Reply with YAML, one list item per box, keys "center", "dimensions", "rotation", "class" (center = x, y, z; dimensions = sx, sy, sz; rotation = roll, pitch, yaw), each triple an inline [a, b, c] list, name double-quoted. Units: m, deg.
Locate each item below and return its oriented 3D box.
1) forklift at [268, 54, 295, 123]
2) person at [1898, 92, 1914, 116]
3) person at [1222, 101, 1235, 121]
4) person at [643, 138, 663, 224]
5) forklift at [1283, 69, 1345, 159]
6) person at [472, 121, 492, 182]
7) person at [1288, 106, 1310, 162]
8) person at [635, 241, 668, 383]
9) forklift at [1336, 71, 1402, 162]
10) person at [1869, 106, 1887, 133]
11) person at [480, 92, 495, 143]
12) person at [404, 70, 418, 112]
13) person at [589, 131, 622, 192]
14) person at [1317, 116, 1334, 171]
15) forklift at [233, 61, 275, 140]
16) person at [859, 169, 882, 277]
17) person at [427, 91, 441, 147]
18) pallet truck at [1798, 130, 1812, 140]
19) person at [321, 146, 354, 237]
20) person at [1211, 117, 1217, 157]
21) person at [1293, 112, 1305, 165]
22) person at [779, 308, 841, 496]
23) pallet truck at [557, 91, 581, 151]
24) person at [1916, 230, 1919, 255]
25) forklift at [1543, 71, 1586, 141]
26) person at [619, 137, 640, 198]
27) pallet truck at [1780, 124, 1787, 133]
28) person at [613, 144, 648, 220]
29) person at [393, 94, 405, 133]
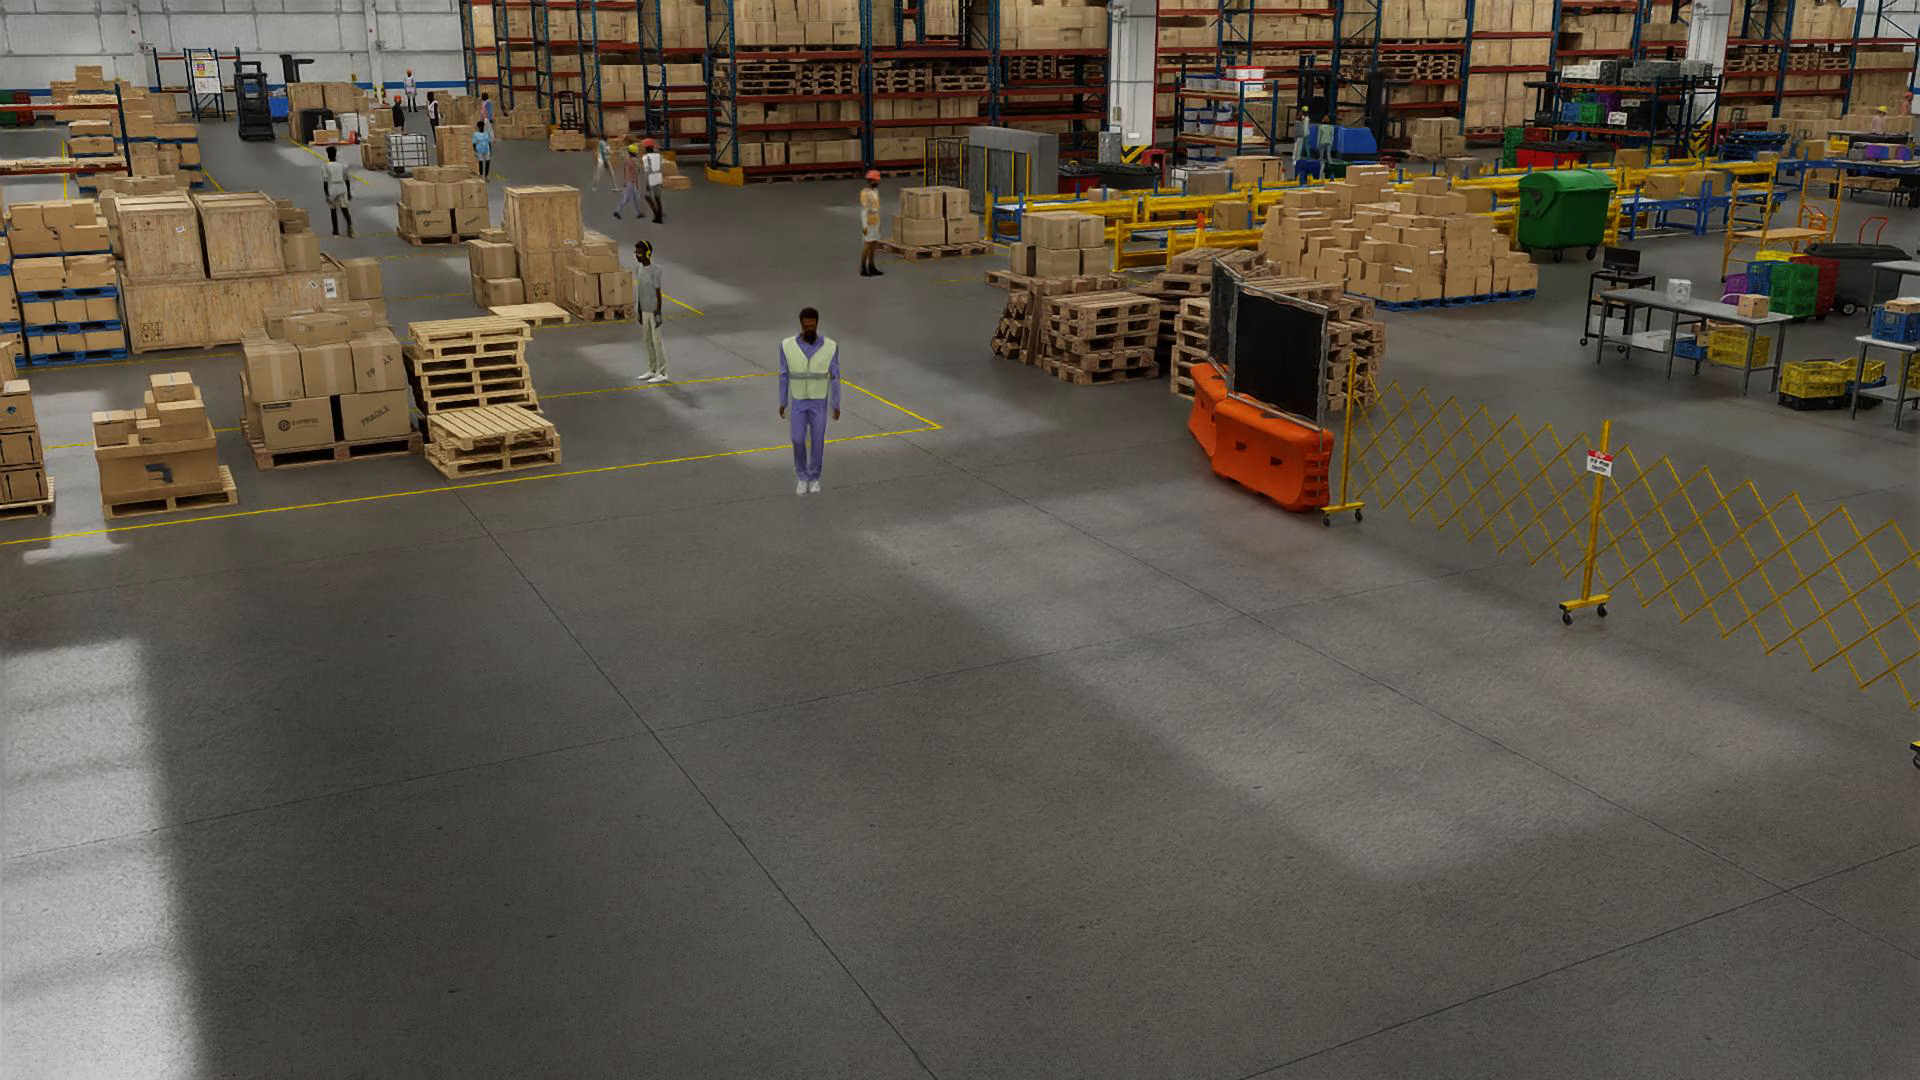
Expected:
- center: [-28.414, -19.135, 70.490]
  dimensions: [1.873, 2.768, 1.129]
  rotation: [-9, 20, -26]
  class: "forklift"
- center: [32.343, -14.333, 57.015]
  dimensions: [0.515, 1.956, 0.644]
  rotation: [4, 18, 12]
  class: "person"
- center: [10.335, -16.563, 64.427]
  dimensions: [0.831, 1.655, 0.553]
  rotation: [-17, 24, -42]
  class: "person"
- center: [-6.979, -8.157, 37.811]
  dimensions: [0.549, 1.917, 0.430]
  rotation: [-17, 24, -42]
  class: "person"
- center: [11.615, -13.871, 54.079]
  dimensions: [1.129, 2.768, 1.873]
  rotation: [-9, 20, -27]
  class: "forklift"
- center: [-13.480, -10.974, 46.972]
  dimensions: [0.547, 1.689, 0.452]
  rotation: [-13, 22, -36]
  class: "person"
- center: [10.835, -12.892, 52.866]
  dimensions: [0.788, 1.737, 0.537]
  rotation: [7, 19, 20]
  class: "person"
- center: [-4.075, -2.993, 21.825]
  dimensions: [0.500, 1.859, 0.328]
  rotation: [16, 24, 41]
  class: "person"
- center: [13.029, -13.402, 52.617]
  dimensions: [1.873, 2.768, 1.129]
  rotation: [0, 18, 1]
  class: "forklift"
- center: [29.328, -12.949, 53.062]
  dimensions: [0.547, 1.724, 0.862]
  rotation: [-7, 19, -20]
  class: "person"
- center: [-17.166, -15.199, 59.945]
  dimensions: [0.761, 1.819, 0.630]
  rotation: [-8, 19, -23]
  class: "person"
- center: [-25.736, -21.033, 77.926]
  dimensions: [0.547, 1.938, 0.359]
  rotation: [-1, 18, -2]
  class: "person"
- center: [-9.524, -10.083, 44.324]
  dimensions: [0.835, 1.605, 0.505]
  rotation: [4, 18, 12]
  class: "person"
- center: [10.985, -11.929, 50.033]
  dimensions: [0.507, 1.631, 0.266]
  rotation: [-3, 18, -10]
  class: "person"
- center: [-26.340, -16.357, 61.827]
  dimensions: [1.129, 2.768, 1.873]
  rotation: [-9, 20, -27]
  class: "forklift"
- center: [-1.613, -5.800, 30.440]
  dimensions: [0.378, 1.932, 0.552]
  rotation: [8, 20, 25]
  class: "person"
- center: [-18.530, -14.834, 58.646]
  dimensions: [0.393, 1.912, 0.589]
  rotation: [-14, 22, -36]
  class: "person"
- center: [25.526, -11.556, 49.408]
  dimensions: [1.630, 1.274, 0.653]
  rotation: [-9, 20, -26]
  class: "pallet truck"
- center: [-13.316, -7.456, 35.609]
  dimensions: [0.611, 1.942, 0.890]
  rotation: [-13, 22, -34]
  class: "person"
- center: [6.704, -10.503, 45.119]
  dimensions: [0.649, 1.919, 0.570]
  rotation: [-8, 19, -23]
  class: "person"
- center: [10.616, -12.560, 51.999]
  dimensions: [0.281, 1.634, 0.498]
  rotation: [16, 24, 41]
  class: "person"
- center: [-1.500, -1.374, 16.693]
  dimensions: [0.631, 1.897, 0.617]
  rotation: [-2, 18, -6]
  class: "person"
- center: [-13.495, -14.412, 57.188]
  dimensions: [0.823, 1.965, 1.885]
  rotation: [-3, 18, -9]
  class: "pallet truck"
- center: [19.359, -6.566, 32.990]
  dimensions: [0.588, 1.835, 0.403]
  rotation: [0, 18, -1]
  class: "person"
- center: [18.685, -13.231, 52.085]
  dimensions: [1.873, 2.768, 1.129]
  rotation: [-9, 20, -26]
  class: "forklift"
- center: [-8.392, -9.459, 42.381]
  dimensions: [0.517, 1.612, 0.750]
  rotation: [1, 18, 3]
  class: "person"
- center: [25.206, -12.542, 52.601]
  dimensions: [1.601, 1.201, 0.680]
  rotation: [0, 18, -2]
  class: "pallet truck"
- center: [-7.713, -8.324, 38.660]
  dimensions: [0.876, 1.714, 0.540]
  rotation: [-12, 21, -32]
  class: "person"
- center: [-18.516, -13.702, 54.978]
  dimensions: [0.382, 1.995, 0.612]
  rotation: [-12, 21, -33]
  class: "person"
